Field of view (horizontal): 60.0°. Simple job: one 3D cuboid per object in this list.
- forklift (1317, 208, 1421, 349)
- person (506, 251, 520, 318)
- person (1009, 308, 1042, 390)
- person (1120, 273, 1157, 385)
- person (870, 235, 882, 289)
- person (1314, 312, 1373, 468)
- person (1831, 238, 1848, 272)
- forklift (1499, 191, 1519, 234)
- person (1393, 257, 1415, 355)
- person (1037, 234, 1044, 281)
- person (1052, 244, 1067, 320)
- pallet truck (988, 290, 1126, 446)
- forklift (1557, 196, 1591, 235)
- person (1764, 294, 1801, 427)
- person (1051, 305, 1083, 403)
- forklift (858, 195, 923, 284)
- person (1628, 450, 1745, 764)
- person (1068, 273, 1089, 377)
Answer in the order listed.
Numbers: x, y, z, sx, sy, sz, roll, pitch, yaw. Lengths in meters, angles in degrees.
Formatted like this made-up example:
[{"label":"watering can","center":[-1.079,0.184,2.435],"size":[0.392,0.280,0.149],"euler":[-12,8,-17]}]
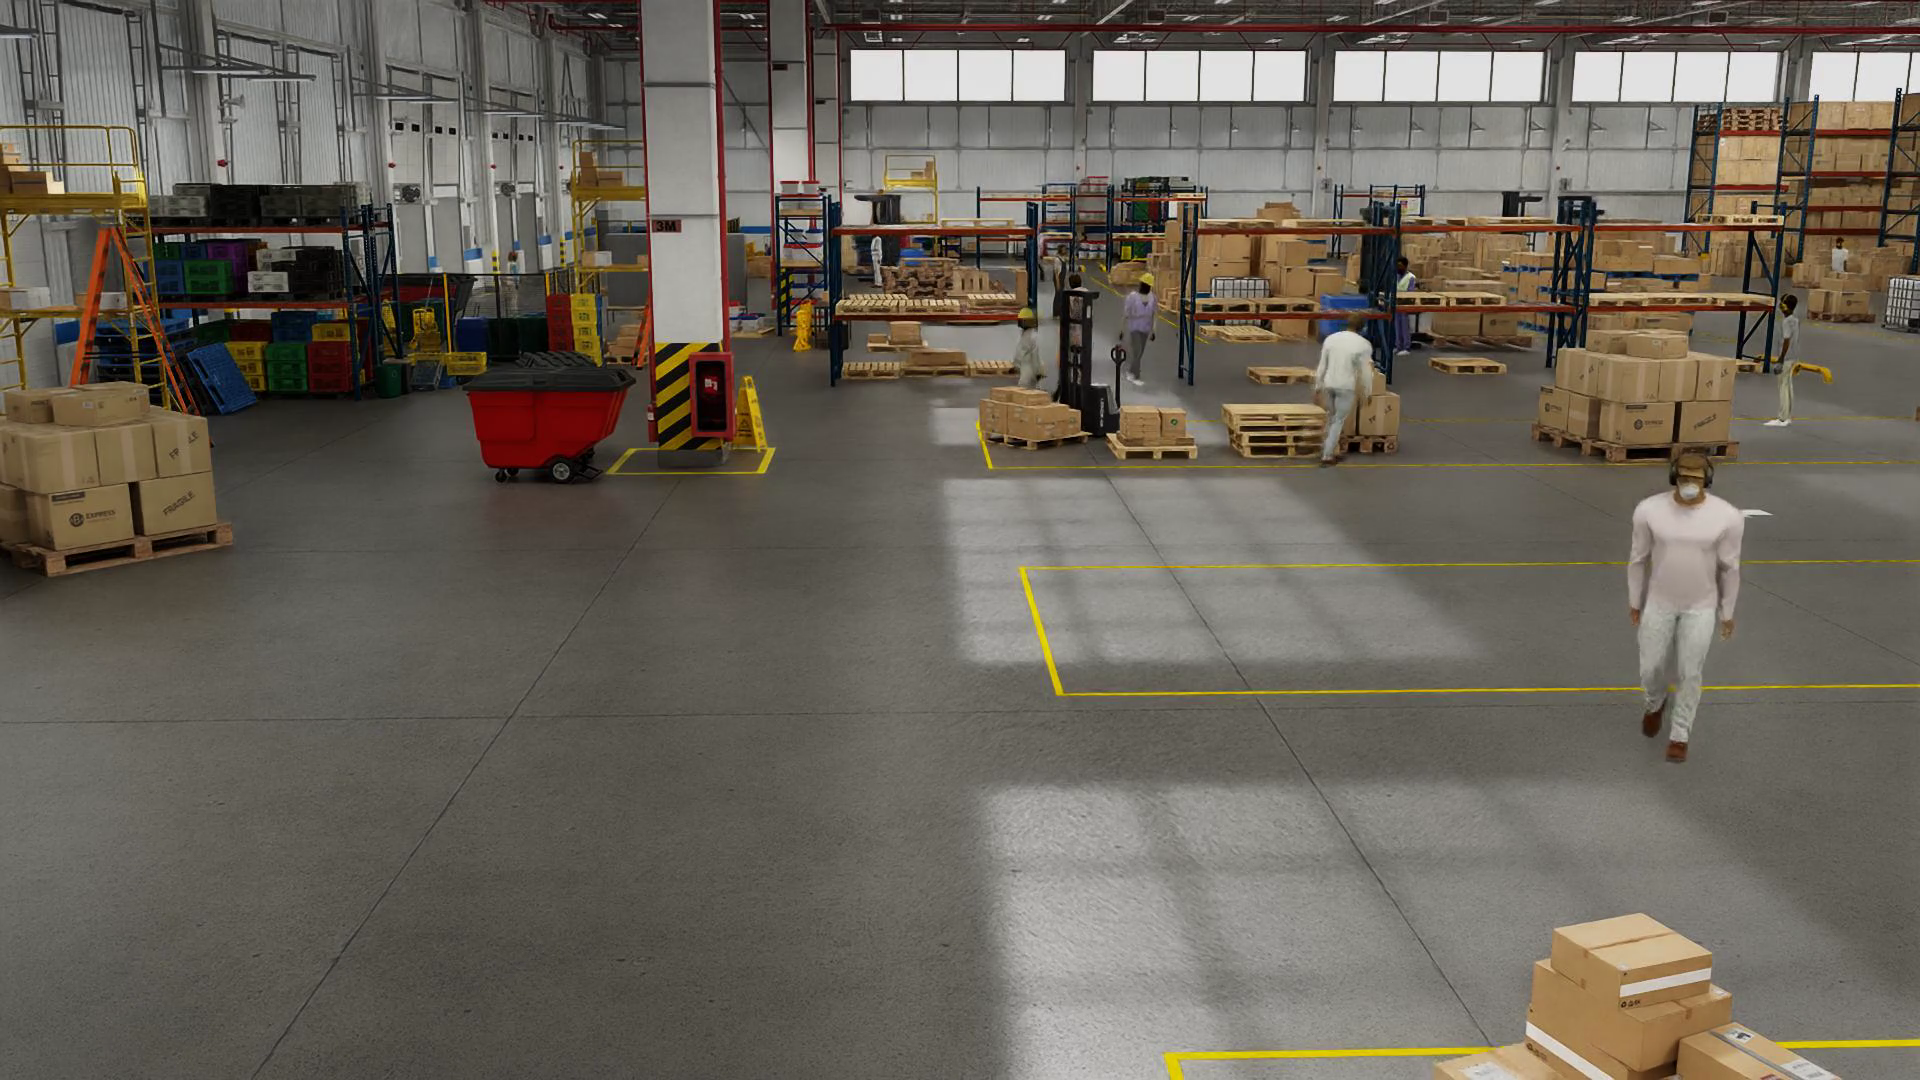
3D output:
[{"label":"forklift","center":[8.300,-5.286,33.588],"size":[1.873,2.768,1.129],"euler":[0,12,-2]},{"label":"person","center":[-10.948,-6.245,40.764],"size":[0.314,1.634,0.516],"euler":[-8,15,-31]},{"label":"person","center":[0.987,-2.417,23.336],"size":[0.926,1.696,0.491],"euler":[-4,13,-18]},{"label":"person","center":[3.011,-3.599,28.280],"size":[0.645,1.886,0.845],"euler":[-5,13,-21]},{"label":"person","center":[-2.568,-8.671,51.161],"size":[0.343,1.880,0.580],"euler":[-5,14,-22]},{"label":"person","center":[4.669,-1.820,20.204],"size":[0.719,1.883,0.653],"euler":[-12,17,-42]},{"label":"person","center":[23.442,-7.158,44.468],"size":[0.991,1.812,0.539],"euler":[-7,14,-29]},{"label":"forklift","center":[20.733,-11.779,62.905],"size":[1.873,2.768,1.129],"euler":[0,12,-2]},{"label":"person","center":[8.698,-4.592,32.674],"size":[0.394,1.911,0.581],"euler":[-5,13,-21]},{"label":"person","center":[2.463,-9.292,53.859],"size":[0.547,1.924,0.629],"euler":[8,15,31]},{"label":"person","center":[2.425,-6.251,40.334],"size":[0.341,1.839,0.501],"euler":[4,13,18]},{"label":"pallet truck","center":[1.257,-2.299,22.111],"size":[1.885,1.965,0.823],"euler":[-9,15,-35]},{"label":"forklift","center":[18.667,-9.105,50.830],"size":[1.129,2.768,1.873],"euler":[-1,13,-3]},{"label":"person","center":[11.605,-2.519,23.411],"size":[0.334,1.865,0.517],"euler":[11,17,42]},{"label":"person","center":[1.570,-2.553,24.010],"size":[0.600,1.673,0.554],"euler":[-3,13,-13]},{"label":"forklift","center":[-2.223,-9.687,53.459],"size":[1.873,2.768,1.129],"euler":[-7,14,-28]},{"label":"person","center":[4.399,0.392,10.147],"size":[0.634,1.926,0.493],"euler":[6,14,27]},{"label":"person","center":[1.984,-3.655,28.599],"size":[0.430,1.840,0.620],"euler":[11,16,40]}]
